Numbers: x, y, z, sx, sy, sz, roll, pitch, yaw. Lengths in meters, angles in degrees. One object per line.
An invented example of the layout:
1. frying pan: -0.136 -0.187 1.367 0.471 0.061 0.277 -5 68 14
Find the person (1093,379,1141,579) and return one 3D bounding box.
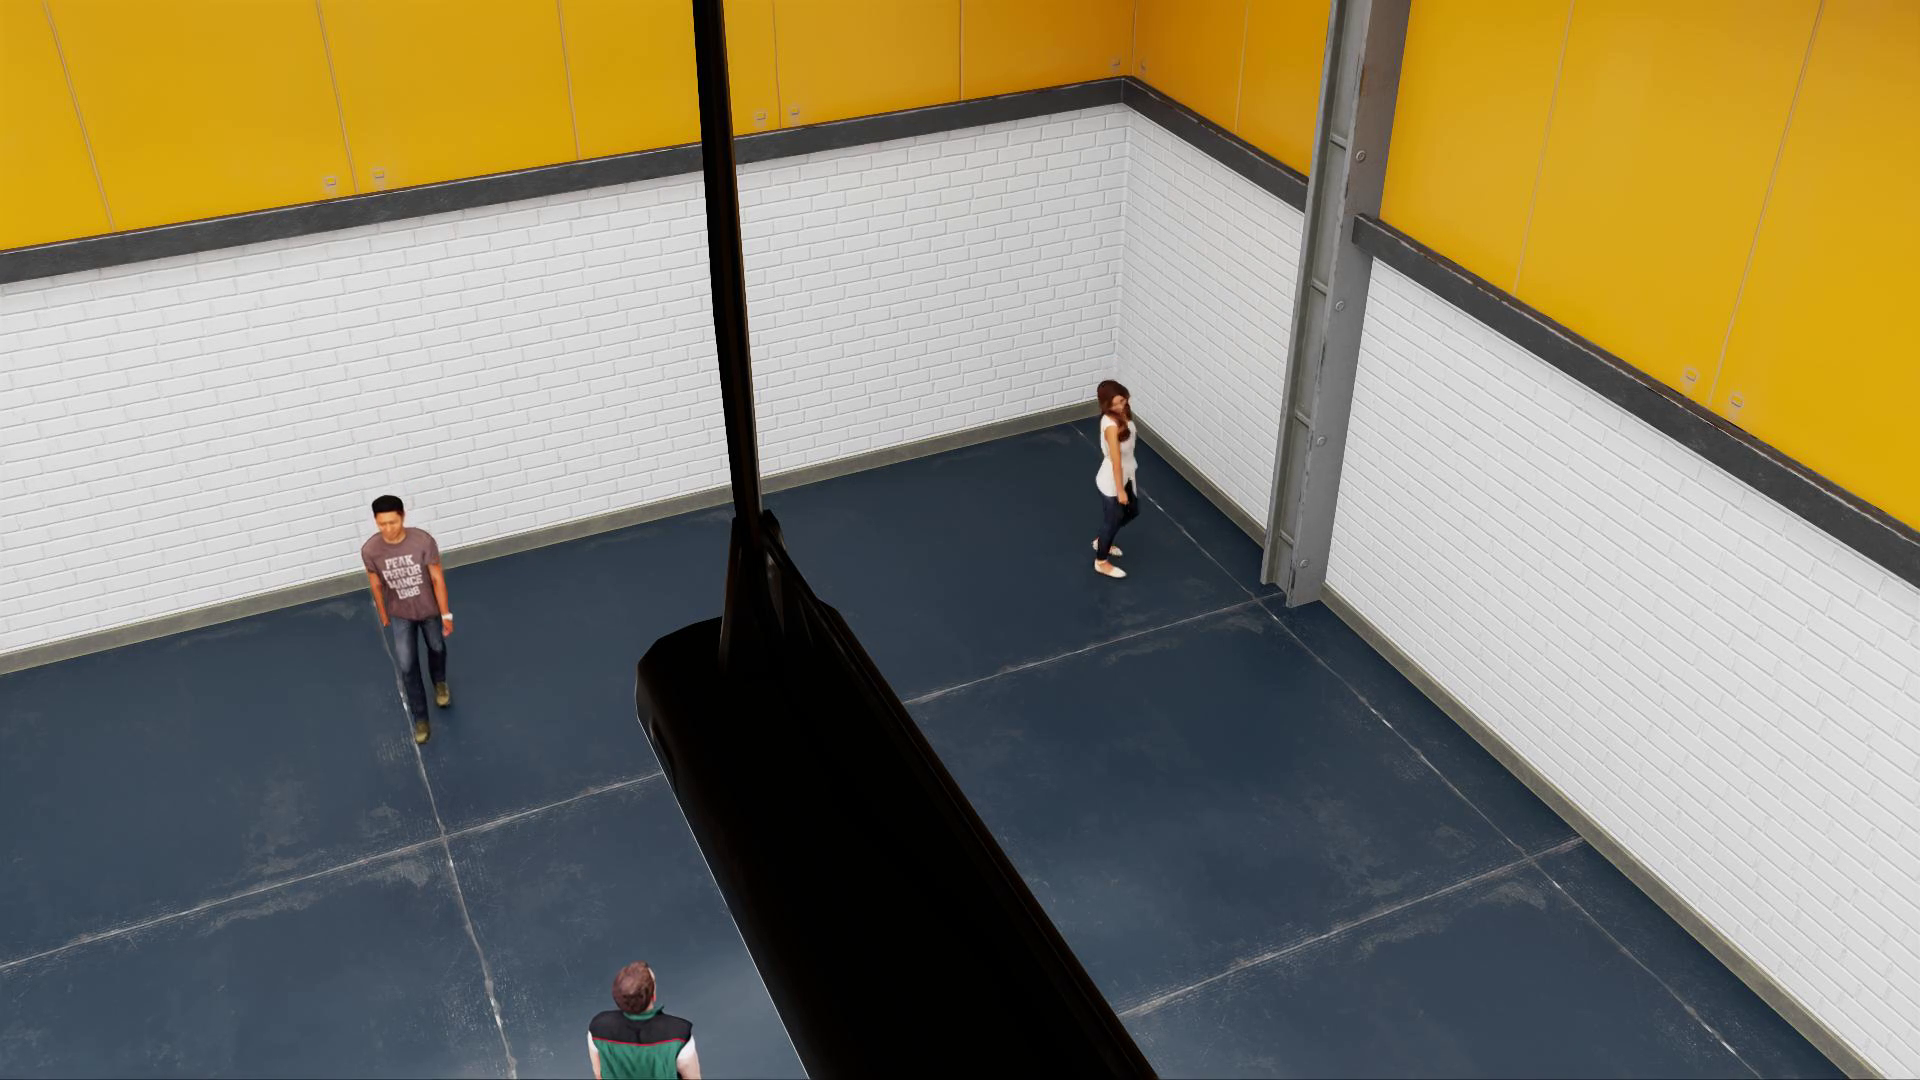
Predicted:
1. person: 1.131 -0.449 12.231 0.840 1.746 0.775 4 34 5

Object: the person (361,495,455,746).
1. person: -3.586 0.398 10.954 0.710 1.748 0.980 -10 35 -15

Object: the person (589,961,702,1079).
1. person: -1.383 2.569 7.602 0.741 1.843 0.758 2 34 3
